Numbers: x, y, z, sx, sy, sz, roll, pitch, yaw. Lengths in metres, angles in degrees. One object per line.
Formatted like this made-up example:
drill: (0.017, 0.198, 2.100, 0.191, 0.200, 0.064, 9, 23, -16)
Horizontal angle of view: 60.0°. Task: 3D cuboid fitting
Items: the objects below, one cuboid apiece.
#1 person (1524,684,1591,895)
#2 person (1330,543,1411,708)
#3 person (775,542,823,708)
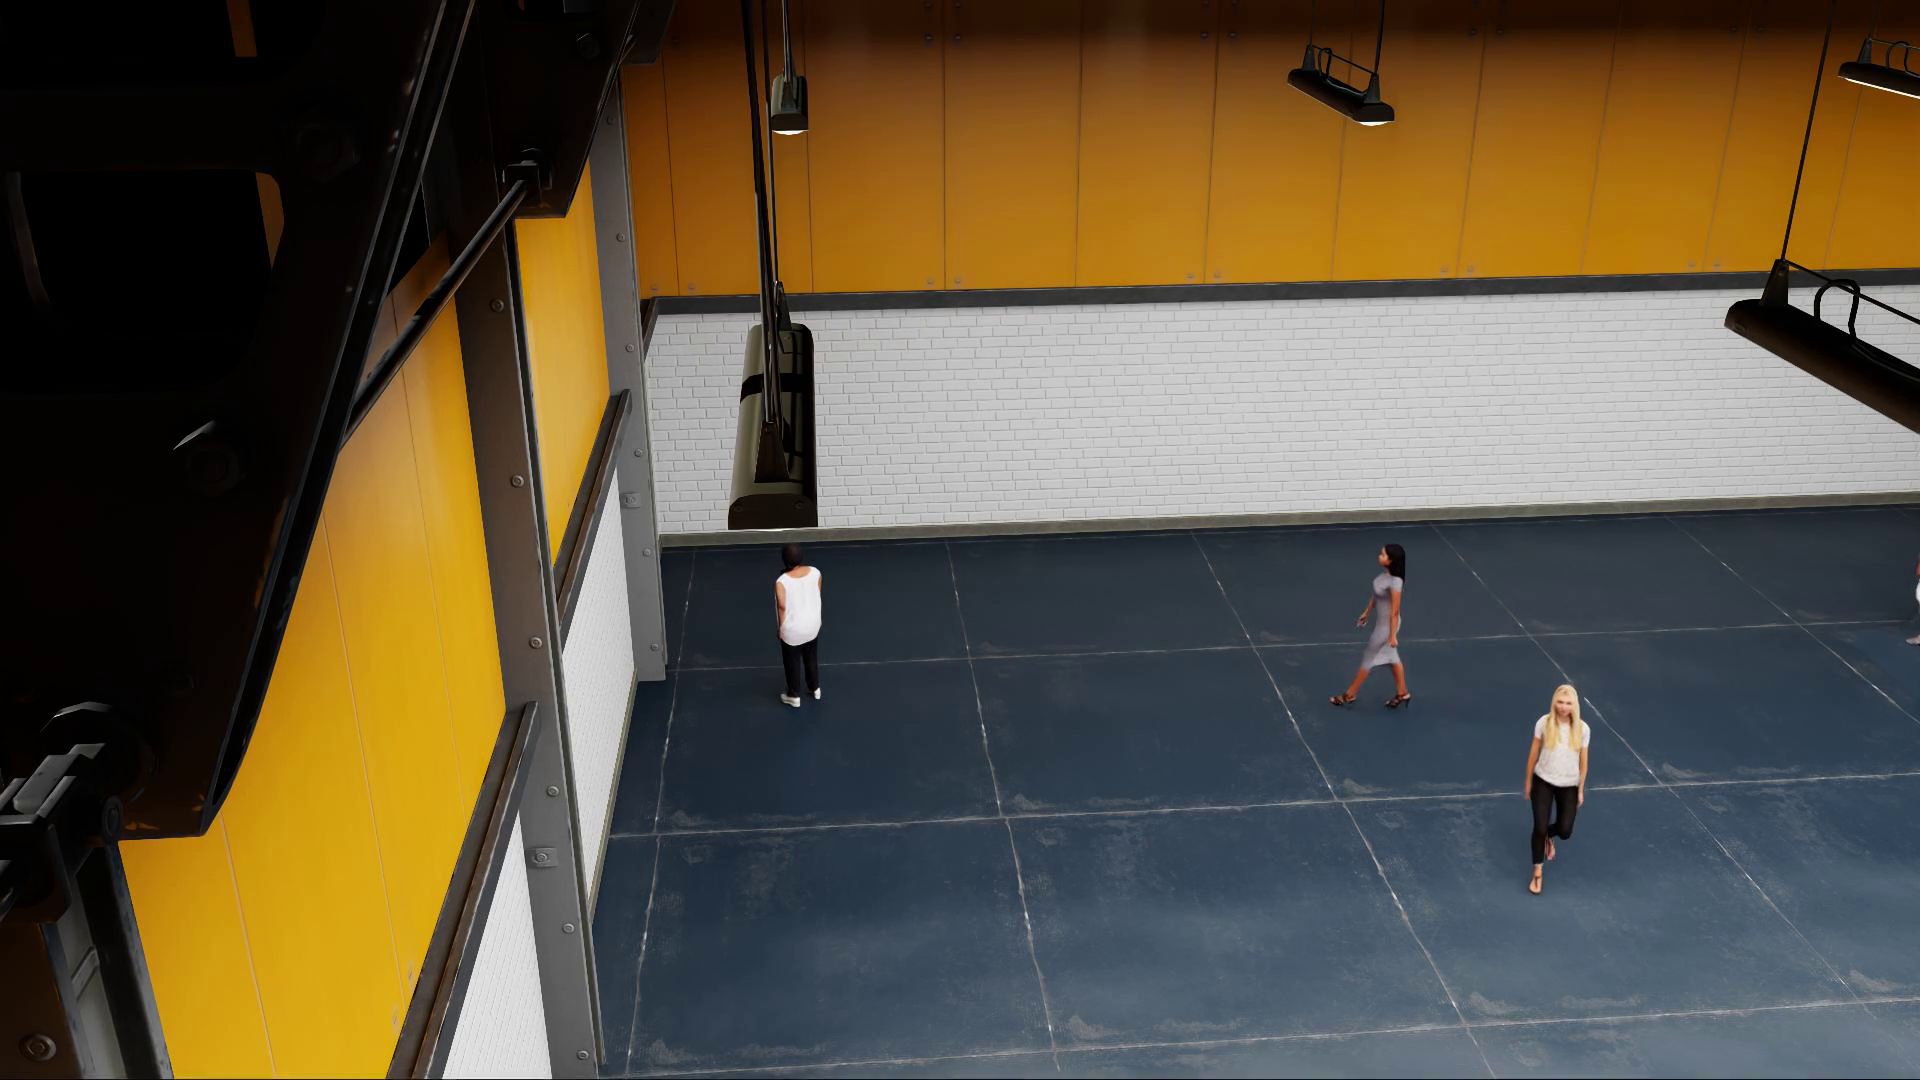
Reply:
person: (4.759, 1.941, 13.344, 0.751, 1.816, 0.880, 5, 24, 12)
person: (4.167, 0.860, 15.900, 0.806, 1.749, 0.993, 4, 24, 8)
person: (-1.580, 0.800, 16.116, 0.760, 1.687, 0.783, -16, 28, -32)
